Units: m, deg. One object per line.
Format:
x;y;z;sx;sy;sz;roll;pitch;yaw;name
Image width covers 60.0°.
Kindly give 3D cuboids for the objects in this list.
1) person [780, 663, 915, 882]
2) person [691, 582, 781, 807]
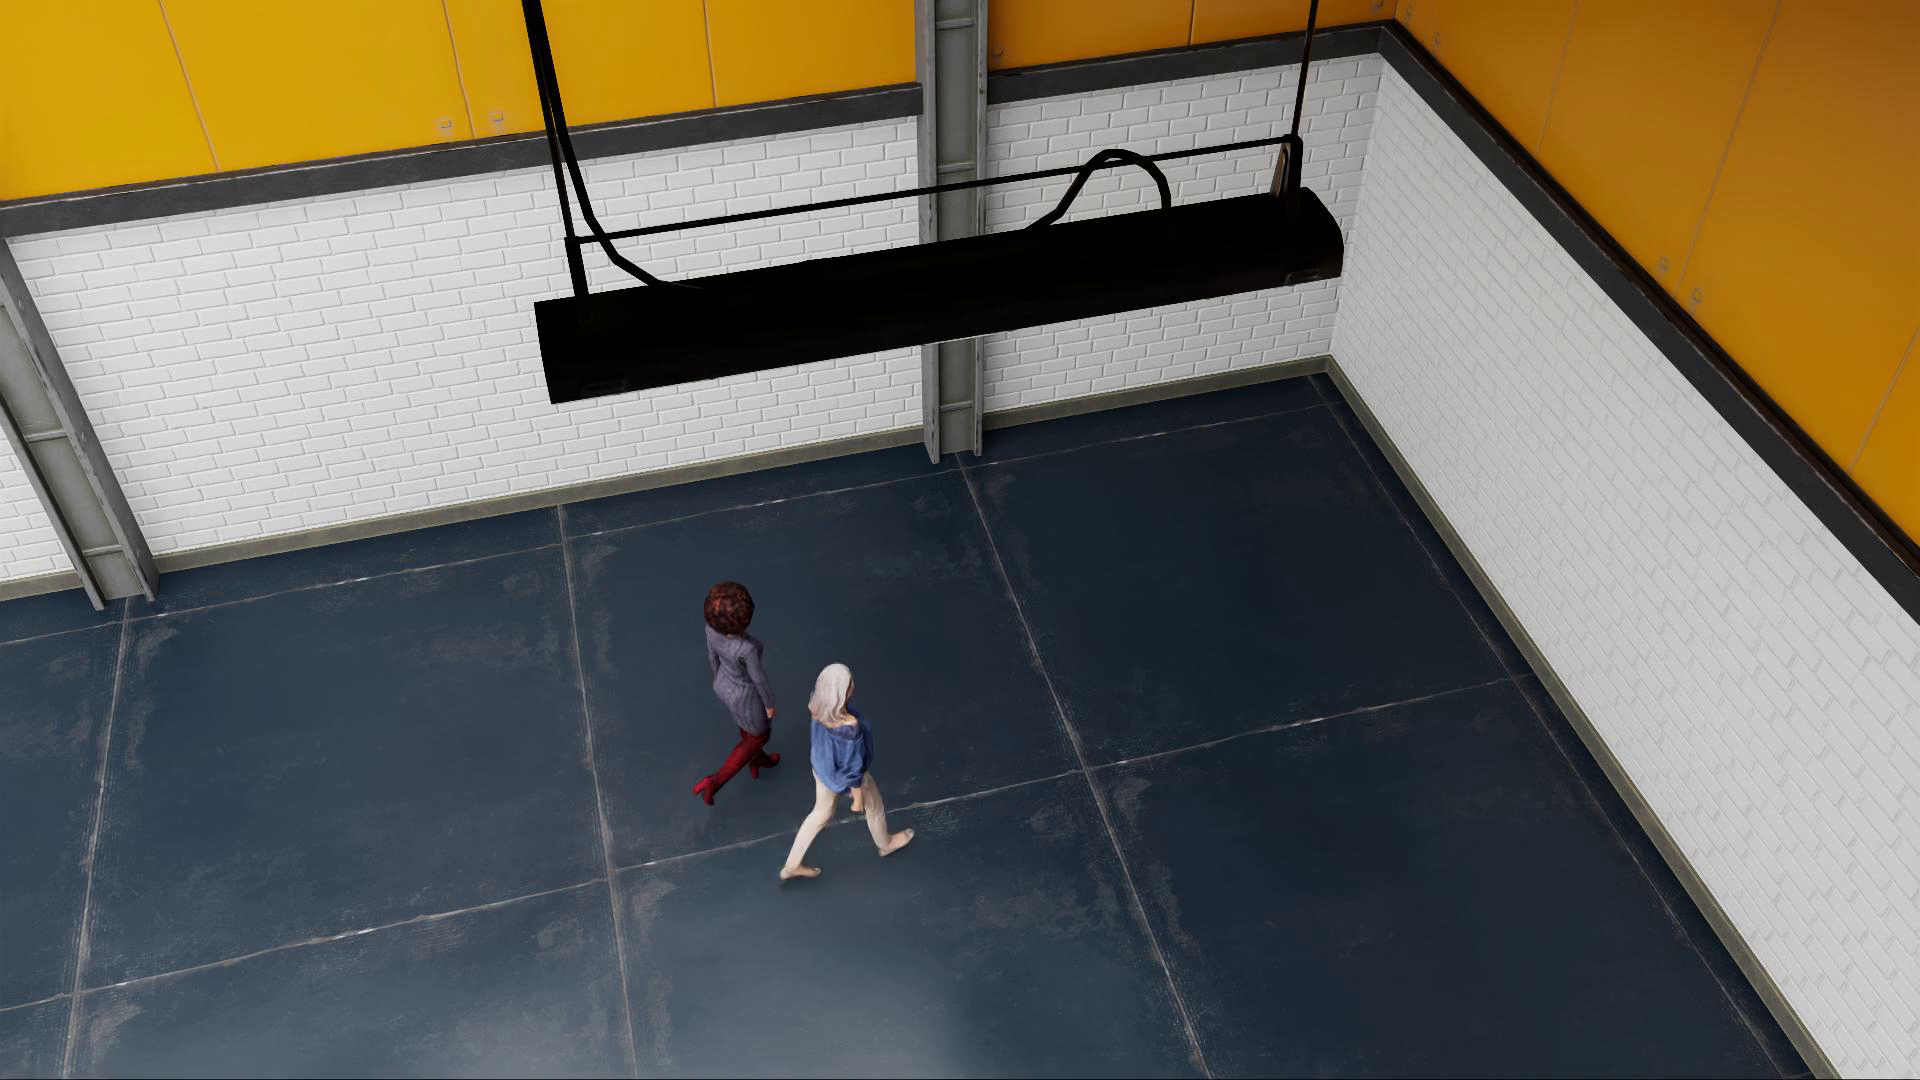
-0.744;1.362;9.427;1.168;1.663;0.912;-24;49;-24;person
-1.341;0.962;9.826;0.866;1.690;1.022;34;53;30;person
